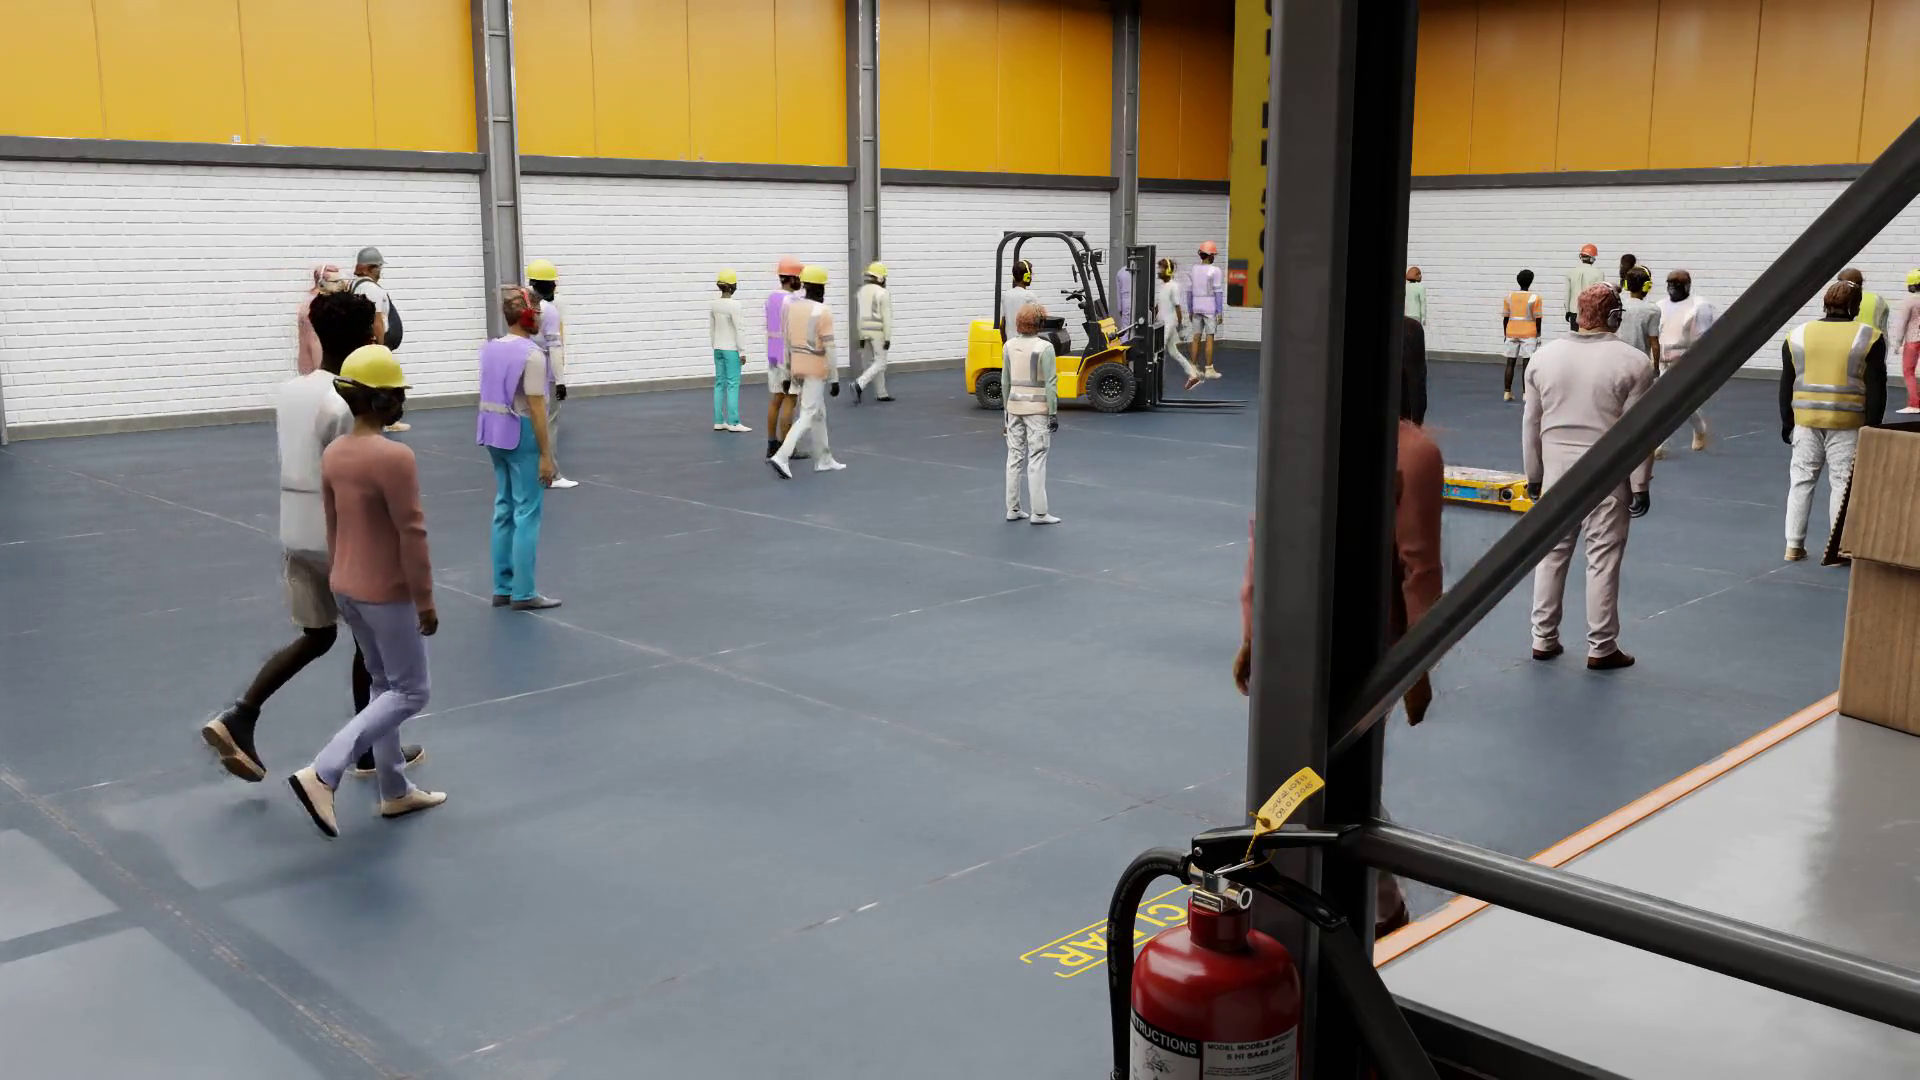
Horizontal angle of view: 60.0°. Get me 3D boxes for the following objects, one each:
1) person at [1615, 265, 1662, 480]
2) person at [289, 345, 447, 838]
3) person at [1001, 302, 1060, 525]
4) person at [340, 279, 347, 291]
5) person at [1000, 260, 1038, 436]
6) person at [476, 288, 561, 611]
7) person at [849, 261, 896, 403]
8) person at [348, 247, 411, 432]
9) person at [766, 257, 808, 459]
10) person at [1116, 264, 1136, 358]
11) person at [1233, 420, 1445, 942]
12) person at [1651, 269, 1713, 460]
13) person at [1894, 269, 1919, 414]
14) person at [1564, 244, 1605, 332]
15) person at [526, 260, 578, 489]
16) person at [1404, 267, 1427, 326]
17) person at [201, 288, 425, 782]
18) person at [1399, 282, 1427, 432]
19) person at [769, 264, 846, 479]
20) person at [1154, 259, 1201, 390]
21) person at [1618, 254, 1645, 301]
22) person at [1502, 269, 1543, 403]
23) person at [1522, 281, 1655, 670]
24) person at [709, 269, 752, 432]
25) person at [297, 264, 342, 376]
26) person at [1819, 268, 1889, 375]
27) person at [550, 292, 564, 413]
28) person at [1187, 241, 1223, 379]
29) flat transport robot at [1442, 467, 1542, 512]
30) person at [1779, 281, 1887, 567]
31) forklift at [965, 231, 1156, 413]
[{"bbox_3d":[5.862,-1.450,14.519,0.532,1.870,0.315,10,15,44],"label":"person"},{"bbox_3d":[-2.120,0.191,5.874,0.544,1.749,0.589,9,14,41],"label":"person"},{"bbox_3d":[0.519,-0.933,12.317,0.523,1.642,0.306,10,15,44],"label":"person"},{"bbox_3d":[-7.107,-2.169,19.079,0.507,1.632,0.273,10,15,44],"label":"person"},{"bbox_3d":[0.656,-2.025,17.653,0.532,1.870,0.309,10,15,44],"label":"person"},{"bbox_3d":[-2.527,-0.508,9.520,0.588,1.831,0.418,10,14,43],"label":"person"},{"bbox_3d":[-1.102,-2.589,20.905,0.738,1.811,0.600,-8,13,-39],"label":"person"},{"bbox_3d":[-6.389,-2.143,17.827,0.835,2.000,0.679,-7,12,-33],"label":"person"},{"bbox_3d":[-1.648,-1.728,15.913,0.448,1.922,0.571,-8,13,-36],"label":"person"},{"bbox_3d":[2.867,-3.798,27.219,0.652,1.906,0.409,10,15,44],"label":"person"},{"bbox_3d":[1.049,0.294,4.732,0.431,1.980,0.619,-7,13,-34],"label":"person"},{"bbox_3d":[6.860,-1.670,15.848,0.692,1.820,0.626,-7,13,-34],"label":"person"},{"bbox_3d":[11.503,-2.354,19.843,0.670,1.729,0.343,-1,10,-6],"label":"person"},{"bbox_3d":[9.521,-3.499,25.347,0.622,1.993,0.384,10,15,44],"label":"person"},{"bbox_3d":[-3.515,-1.396,14.065,0.594,1.925,0.369,10,15,44],"label":"person"},{"bbox_3d":[7.235,-3.554,26.635,0.507,1.632,0.273,10,15,44],"label":"person"},{"bbox_3d":[-2.514,0.009,6.386,0.623,1.935,0.750,9,13,39],"label":"person"},{"bbox_3d":[2.653,-0.773,10.475,0.622,1.995,0.378,10,15,44],"label":"person"},{"bbox_3d":[-1.369,-1.497,14.745,0.933,1.893,0.599,-10,14,-44],"label":"person"},{"bbox_3d":[2.886,-2.929,22.726,0.966,1.830,0.505,-2,11,-9],"label":"person"},{"bbox_3d":[9.210,-2.963,22.804,0.534,1.853,0.611,-1,10,-4],"label":"person"},{"bbox_3d":[7.205,-2.611,21.313,0.541,1.698,0.315,10,15,44],"label":"person"},{"bbox_3d":[3.117,-0.317,8.235,0.652,1.906,0.409,10,15,44],"label":"person"},{"bbox_3d":[-2.506,-2.054,18.090,0.533,1.770,0.307,10,15,44],"label":"person"},{"bbox_3d":[-5.637,-1.514,14.868,0.812,1.866,0.660,-1,10,-8],"label":"person"},{"bbox_3d":[8.712,-1.746,16.288,0.643,1.814,0.453,2,11,8],"label":"person"},{"bbox_3d":[-4.467,-2.049,17.882,0.541,1.833,0.477,5,11,24],"label":"person"},{"bbox_3d":[3.671,-3.425,24.808,0.615,2.044,0.369,10,15,44],"label":"person"},{"bbox_3d":[4.113,-0.433,13.337,0.652,0.197,1.431,-10,14,-44],"label":"flat transport robot"},{"bbox_3d":[5.655,-0.750,10.789,0.636,1.841,0.429,10,14,44],"label":"person"},{"bbox_3d":[1.222,-2.721,20.561,2.313,2.155,1.214,2,11,13],"label":"forklift"}]
